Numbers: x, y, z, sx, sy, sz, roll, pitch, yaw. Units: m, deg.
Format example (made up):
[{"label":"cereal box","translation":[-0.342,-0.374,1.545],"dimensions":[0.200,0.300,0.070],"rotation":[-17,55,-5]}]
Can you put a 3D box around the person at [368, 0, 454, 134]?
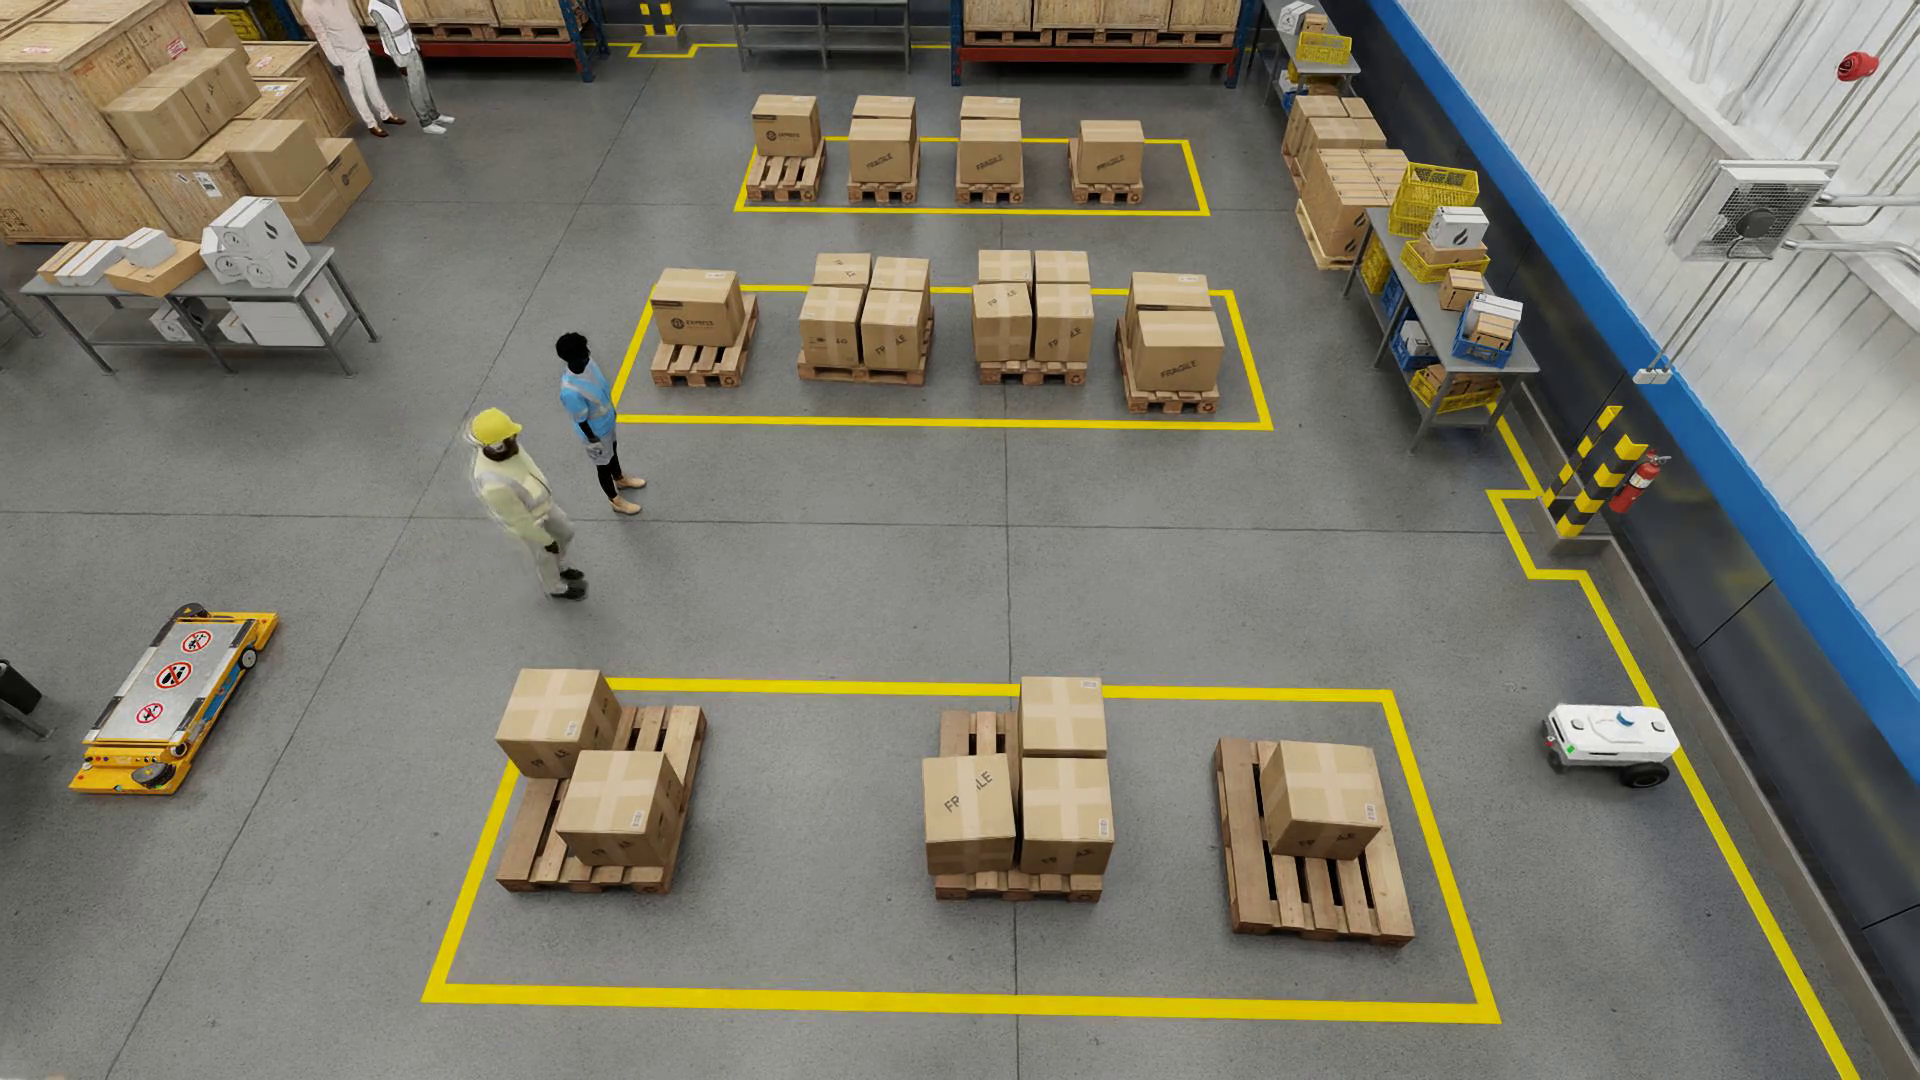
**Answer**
[{"label":"person","translation":[-6.938,-6.086,11.436],"dimensions":[0.389,1.911,0.592],"rotation":[-1,50,-1]}]

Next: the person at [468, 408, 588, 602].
[{"label":"person","translation":[-3.041,-0.195,6.502],"dimensions":[0.453,1.816,0.607],"rotation":[-4,50,-4]}]

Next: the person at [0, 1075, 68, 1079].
[{"label":"person","translation":[-4.962,2.524,4.193],"dimensions":[0.429,1.841,0.628],"rotation":[-19,52,-16]}]

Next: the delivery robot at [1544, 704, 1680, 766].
[{"label":"delivery robot","translation":[4.269,1.272,6.029],"dimensions":[0.707,0.478,0.477],"rotation":[1,50,1]}]

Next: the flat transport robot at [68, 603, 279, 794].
[{"label":"flat transport robot","translation":[-5.504,1.072,6.442],"dimensions":[0.652,0.197,1.431],"rotation":[1,50,1]}]

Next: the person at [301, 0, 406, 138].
[{"label":"person","translation":[-7.589,-6.069,11.418],"dimensions":[0.411,1.913,0.643],"rotation":[11,51,10]}]

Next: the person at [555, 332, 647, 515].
[{"label":"person","translation":[-2.835,-0.910,7.193],"dimensions":[0.319,1.692,0.533],"rotation":[-2,50,-2]}]
